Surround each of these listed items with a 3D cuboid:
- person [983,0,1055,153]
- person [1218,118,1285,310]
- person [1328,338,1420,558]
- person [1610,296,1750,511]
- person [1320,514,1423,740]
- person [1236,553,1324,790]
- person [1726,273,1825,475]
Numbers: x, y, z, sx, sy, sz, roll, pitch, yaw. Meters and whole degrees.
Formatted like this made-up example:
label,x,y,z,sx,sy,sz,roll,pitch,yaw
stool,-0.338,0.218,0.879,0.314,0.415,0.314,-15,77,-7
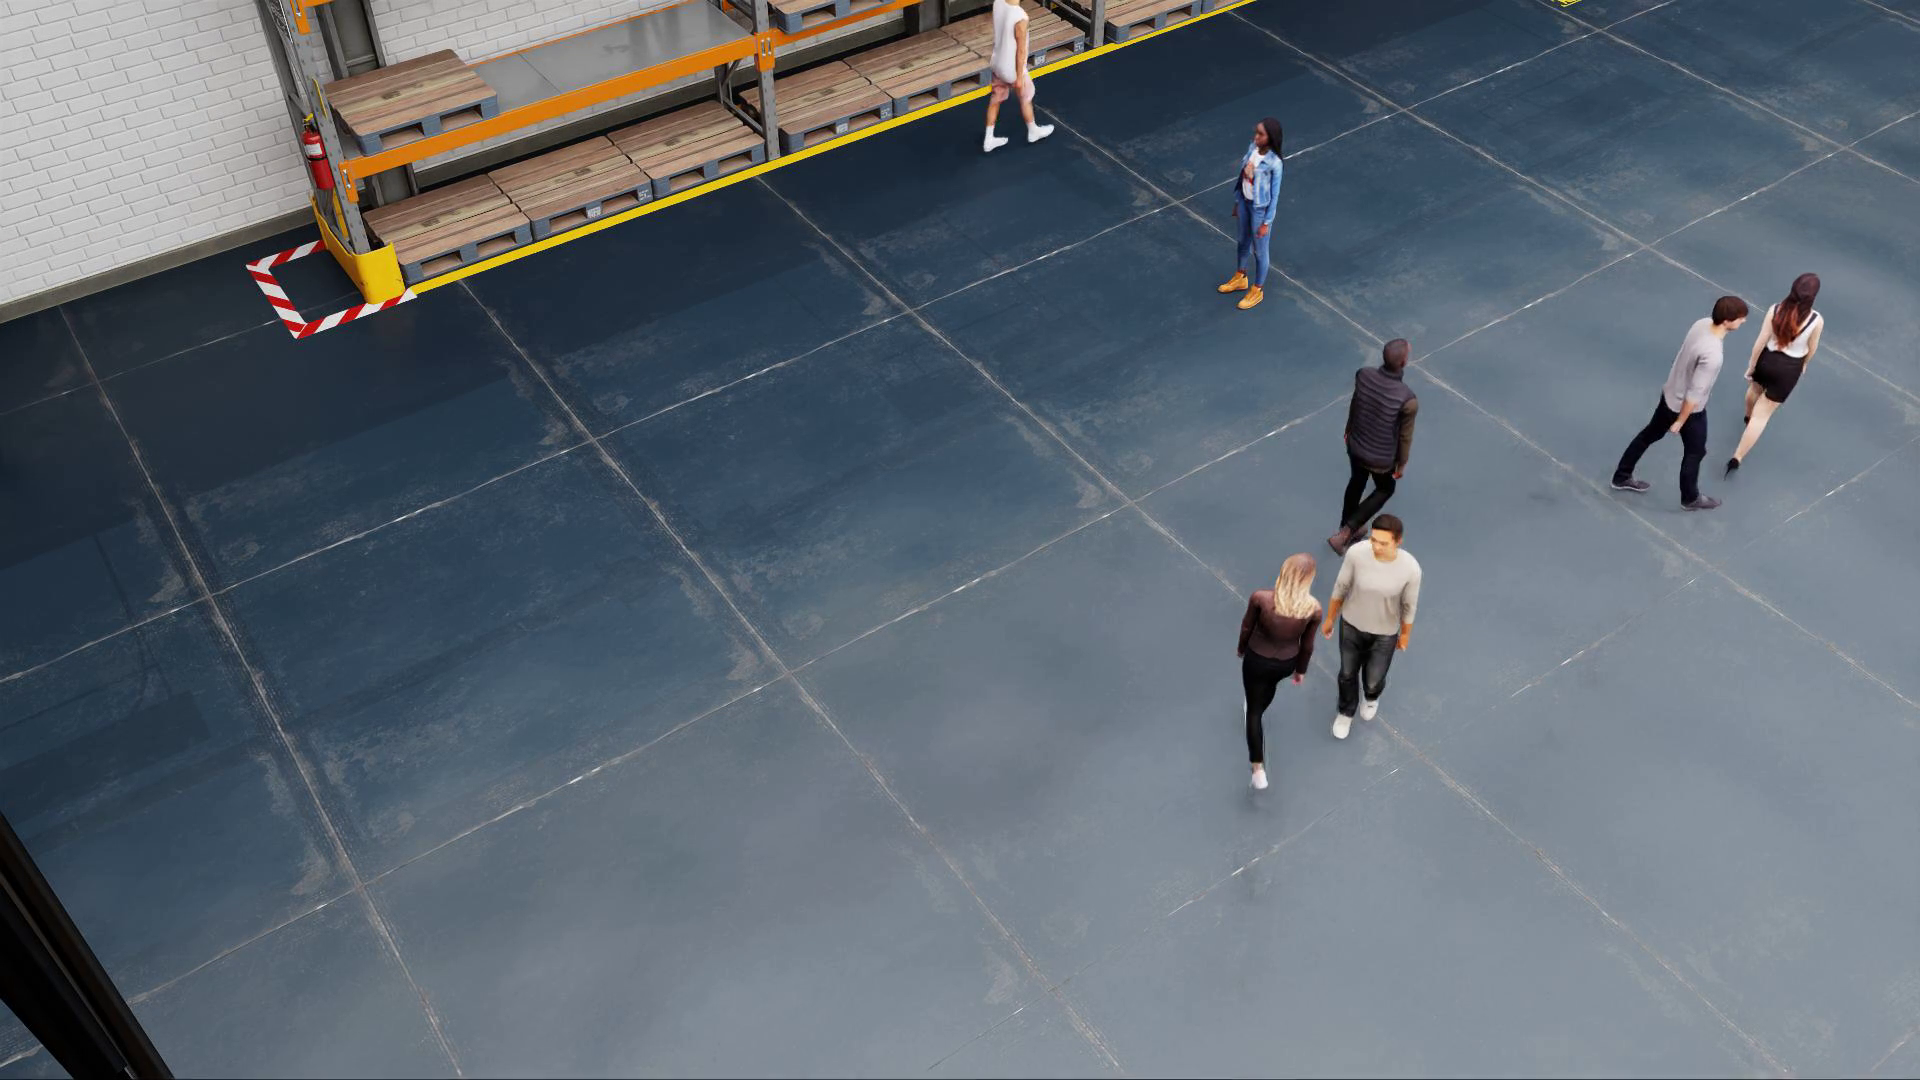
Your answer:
label,x,y,z,sx,sy,sz,roll,pitch,yaw
person,0.392,-4.446,15.635,0.937,1.757,0.672,-26,49,-25
person,2.477,-2.743,13.879,0.543,1.713,0.621,-20,47,-20
person,2.817,-0.592,11.540,0.849,1.825,0.738,-31,52,-28
person,5.116,-1.012,11.990,1.110,1.812,1.024,3,44,3
person,2.590,0.475,10.440,0.803,1.797,0.837,19,47,19
person,1.899,0.814,10.179,1.096,1.665,1.090,1,44,1
person,6.021,-1.193,12.336,0.835,1.596,1.160,25,49,24
